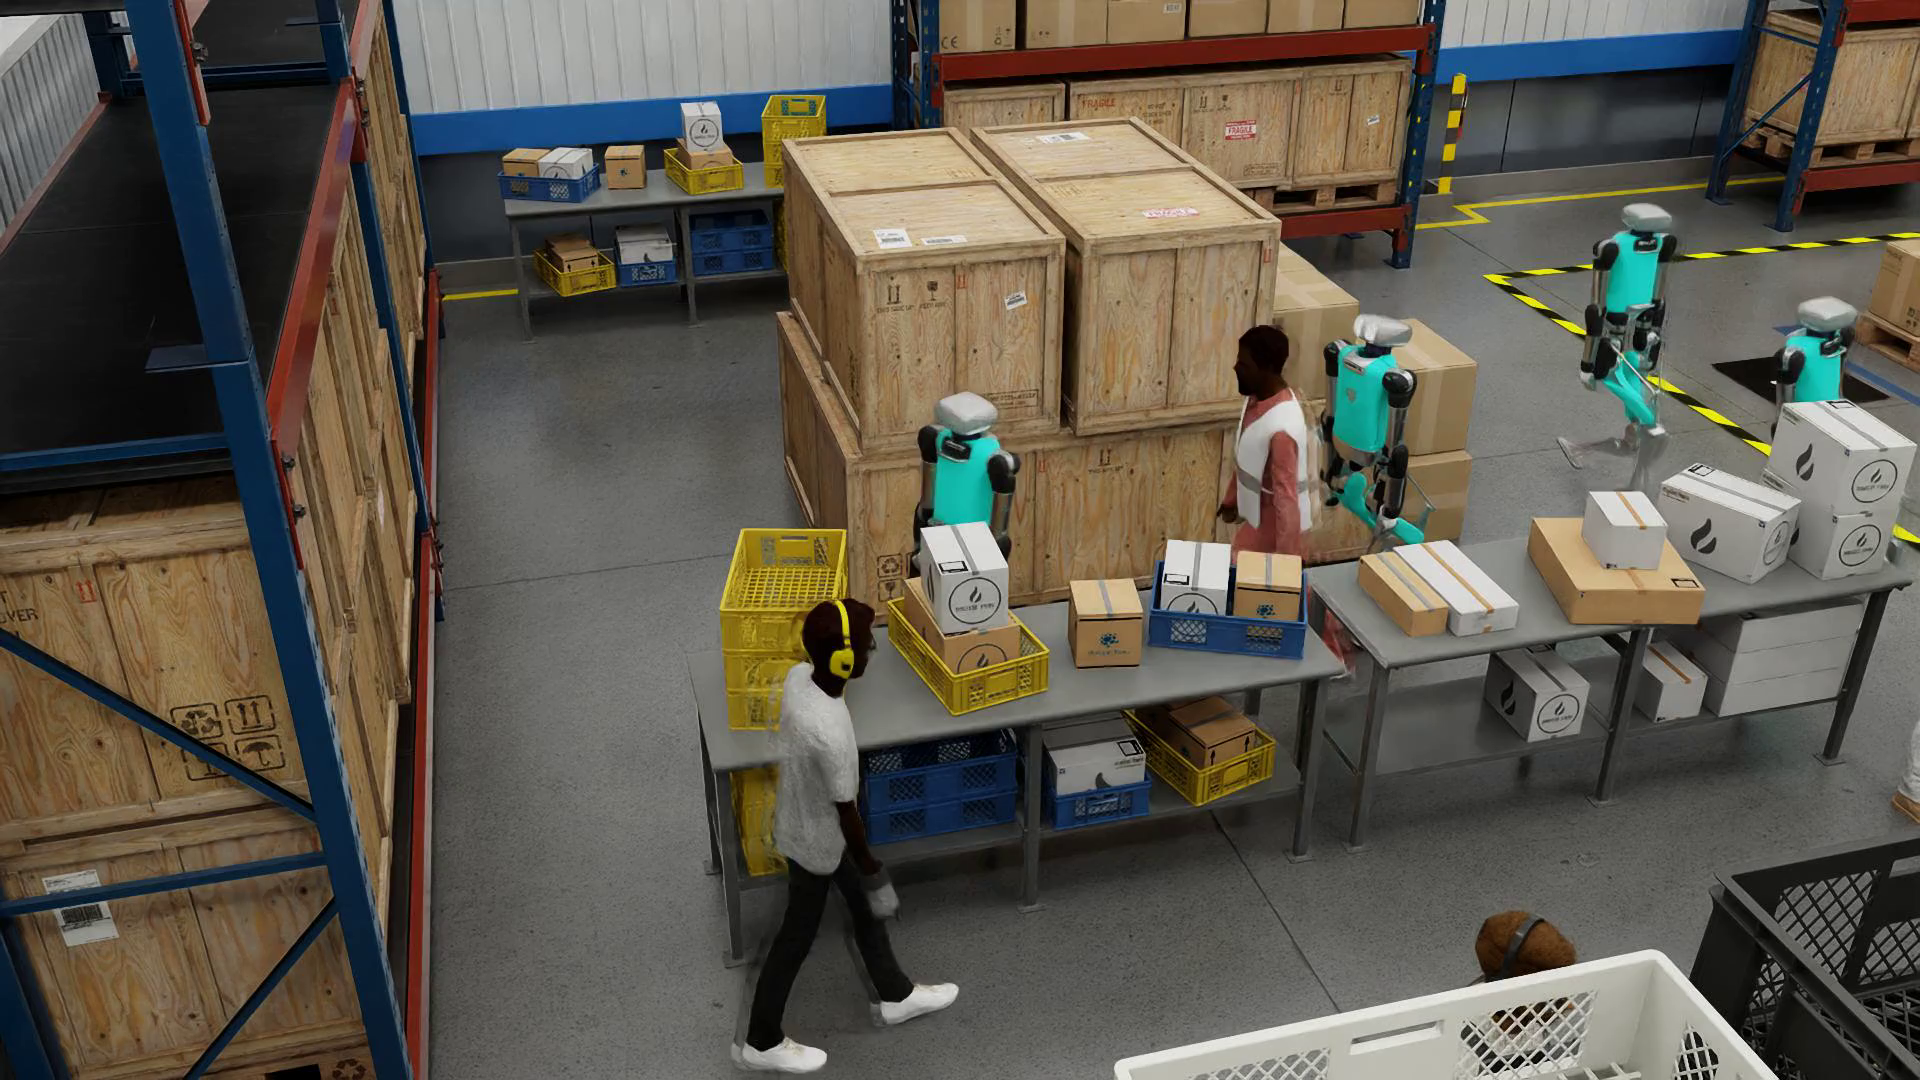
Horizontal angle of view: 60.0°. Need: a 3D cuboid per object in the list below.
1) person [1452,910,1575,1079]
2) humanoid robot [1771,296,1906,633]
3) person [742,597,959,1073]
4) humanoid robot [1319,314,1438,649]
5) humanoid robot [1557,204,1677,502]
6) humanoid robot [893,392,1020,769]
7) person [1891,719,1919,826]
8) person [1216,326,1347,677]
[{"bbox_3d":[1.337,1.711,4.376,0.345,1.846,0.506,19,34,31],"label":"person"},{"bbox_3d":[4.312,-0.251,8.093,0.559,1.750,1.019,-19,34,-31],"label":"humanoid robot"},{"bbox_3d":[-0.371,1.038,5.617,0.920,1.822,0.577,-6,29,-10],"label":"person"},{"bbox_3d":[2.082,-0.302,8.084,0.687,1.747,0.530,-16,33,-27],"label":"humanoid robot"},{"bbox_3d":[3.841,-0.981,9.395,0.541,1.741,1.038,-11,31,-20],"label":"humanoid robot"},{"bbox_3d":[-0.125,0.261,7.125,0.981,1.740,0.542,-25,38,-38],"label":"humanoid robot"},{"bbox_3d":[4.283,0.367,6.834,0.629,1.835,0.429,-16,33,-27],"label":"person"},{"bbox_3d":[1.408,-0.114,7.677,1.001,1.863,0.612,2,29,4],"label":"person"}]
